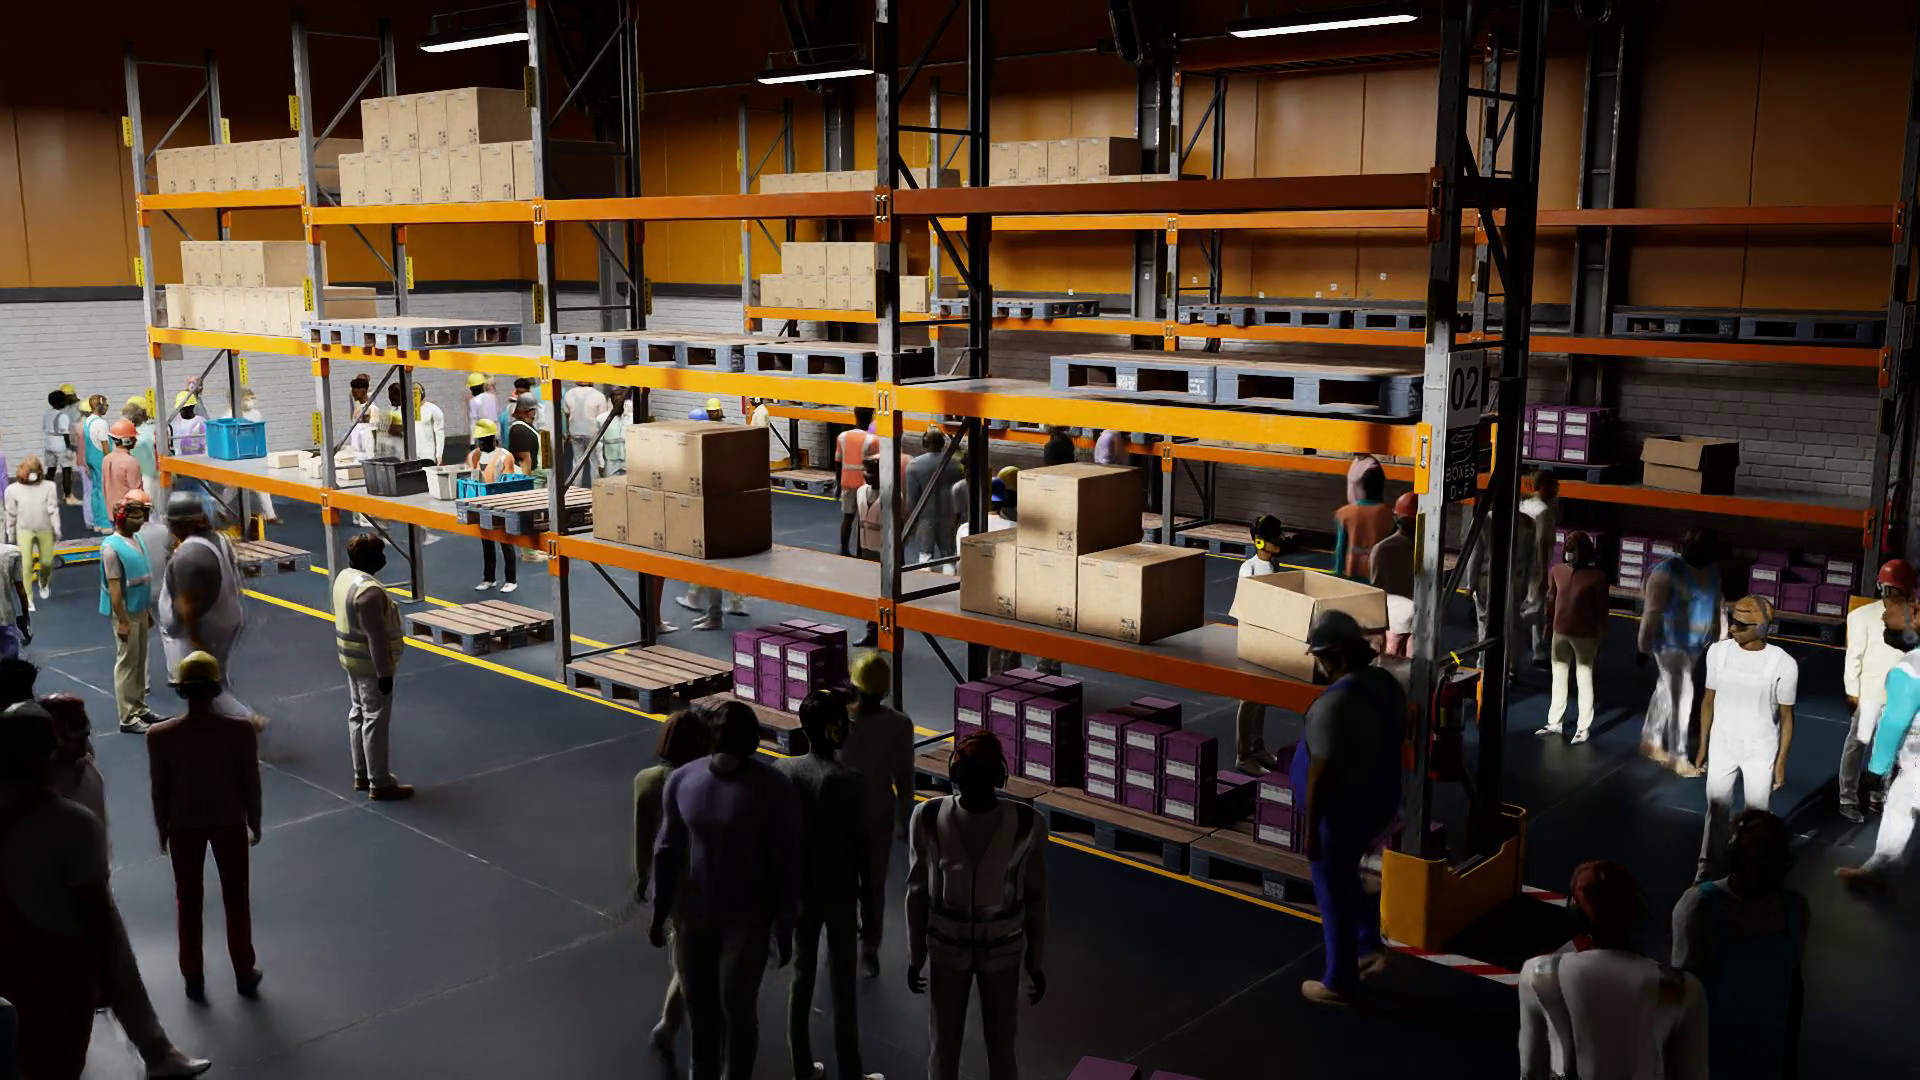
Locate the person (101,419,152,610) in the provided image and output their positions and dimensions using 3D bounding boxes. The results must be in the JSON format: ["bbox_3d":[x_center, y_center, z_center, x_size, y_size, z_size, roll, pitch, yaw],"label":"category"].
[{"bbox_3d":[-8.625,-0.255,17.259,0.612,1.996,0.389,7,12,34],"label":"person"}]

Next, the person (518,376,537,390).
[{"bbox_3d":[-7.241,-2.014,27.954,0.494,1.730,0.324,3,10,15],"label":"person"}]

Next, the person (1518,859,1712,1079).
[{"bbox_3d":[2.074,1.933,5.341,0.576,1.834,0.817,3,10,17],"label":"person"}]

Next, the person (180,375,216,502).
[{"bbox_3d":[-11.226,-1.476,24.471,0.401,1.894,0.653,-3,11,-18],"label":"person"}]

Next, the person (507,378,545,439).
[{"bbox_3d":[-6.057,-1.301,23.285,0.613,1.959,0.372,3,11,18],"label":"person"}]

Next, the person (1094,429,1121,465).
[{"bbox_3d":[1.765,-0.736,20.183,0.371,1.926,0.586,2,10,12],"label":"person"}]

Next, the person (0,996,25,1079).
[{"bbox_3d":[-3.050,1.944,5.051,0.594,1.917,0.388,2,10,13],"label":"person"}]

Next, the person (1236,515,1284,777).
[{"bbox_3d":[2.180,0.745,11.948,0.328,1.876,0.514,7,12,33],"label":"person"}]

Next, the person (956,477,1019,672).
[{"bbox_3d":[0.267,0.469,13.298,0.604,1.949,0.389,1,10,6],"label":"person"}]

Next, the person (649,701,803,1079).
[{"bbox_3d":[-1.002,1.599,7.033,0.709,1.912,0.395,4,11,23],"label":"person"}]

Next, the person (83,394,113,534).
[{"bbox_3d":[-11.304,-0.994,21.892,0.504,1.839,0.349,8,13,37],"label":"person"}]

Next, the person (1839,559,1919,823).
[{"bbox_3d":[6.078,0.985,10.928,0.560,1.753,0.328,-2,10,-10],"label":"person"}]

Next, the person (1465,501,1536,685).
[{"bbox_3d":[4.618,0.351,14.290,0.591,1.834,0.404,-1,10,-8],"label":"person"}]

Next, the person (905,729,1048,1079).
[{"bbox_3d":[0.064,1.671,6.680,0.574,1.887,0.355,1,10,4],"label":"person"}]

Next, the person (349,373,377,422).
[{"bbox_3d":[-10.102,-2.002,28.175,0.519,1.633,0.312,3,10,16],"label":"person"}]

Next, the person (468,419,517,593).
[{"bbox_3d":[-5.116,-0.373,18.164,0.585,1.918,0.409,4,11,22],"label":"person"}]

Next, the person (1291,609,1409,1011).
[{"bbox_3d":[1.913,1.303,8.324,0.541,2.000,0.718,9,14,42],"label":"person"}]

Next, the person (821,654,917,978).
[{"bbox_3d":[-0.495,1.418,8.536,0.540,1.739,0.450,-1,10,-7],"label":"person"}]

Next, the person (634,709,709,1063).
[{"bbox_3d":[-1.322,1.606,7.826,0.508,1.613,0.707,3,11,18],"label":"person"}]

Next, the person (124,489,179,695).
[{"bbox_3d":[-6.875,0.436,14.066,0.569,1.744,0.349,-10,14,-44],"label":"person"}]

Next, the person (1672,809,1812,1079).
[{"bbox_3d":[2.761,1.831,5.939,0.502,1.836,0.341,-2,10,-9],"label":"person"}]

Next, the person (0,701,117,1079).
[{"bbox_3d":[-3.710,1.631,6.467,0.706,2.000,0.874,2,10,11],"label":"person"}]

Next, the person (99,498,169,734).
[{"bbox_3d":[-6.471,0.582,12.965,0.388,1.840,0.573,-1,10,-8],"label":"person"}]

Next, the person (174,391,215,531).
[{"bbox_3d":[-9.932,-0.970,21.532,0.589,1.918,0.397,5,11,25],"label":"person"}]

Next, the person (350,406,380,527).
[{"bbox_3d":[-8.055,-0.990,22.455,0.318,1.630,0.514,-9,13,-41],"label":"person"}]

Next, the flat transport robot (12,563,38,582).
[{"bbox_3d":[-11.088,0.304,18.974,0.652,0.197,1.431,-9,14,-42],"label":"flat transport robot"}]

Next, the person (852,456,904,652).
[{"bbox_3d":[-0.746,0.119,15.576,0.569,1.840,0.374,9,13,42],"label":"person"}]

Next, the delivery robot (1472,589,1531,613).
[{"bbox_3d":[5.400,0.594,16.267,0.707,0.478,0.477,1,10,3],"label":"delivery robot"}]

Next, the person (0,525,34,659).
[{"bbox_3d":[-7.268,0.652,12.489,0.532,1.869,0.311,-8,13,-40],"label":"person"}]

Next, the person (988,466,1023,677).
[{"bbox_3d":[0.415,0.307,14.336,0.398,1.911,0.592,9,13,40],"label":"person"}]

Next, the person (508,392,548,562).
[{"bbox_3d":[-5.143,-0.765,20.014,0.538,2.000,0.690,-3,10,-15],"label":"person"}]

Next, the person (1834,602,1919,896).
[{"bbox_3d":[5.424,1.236,9.444,0.639,1.780,0.873,-9,13,-41],"label":"person"}]
